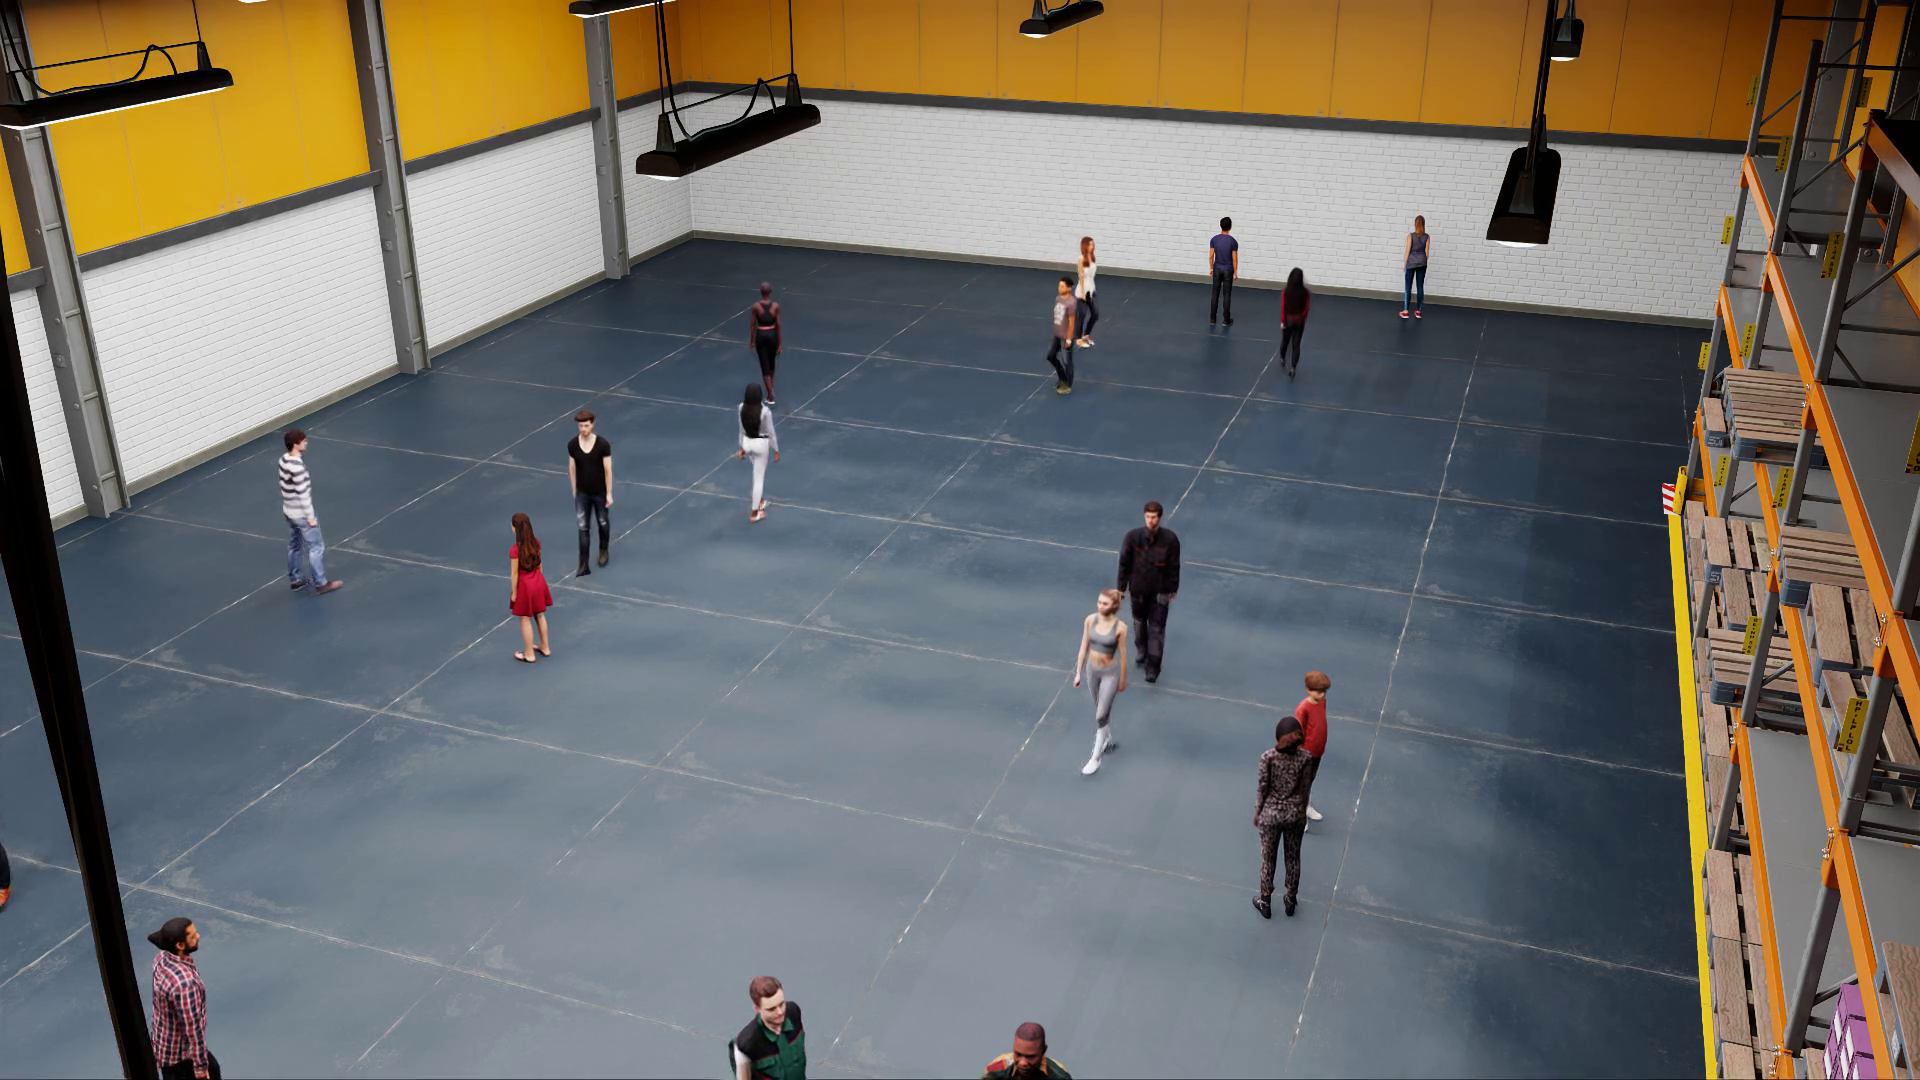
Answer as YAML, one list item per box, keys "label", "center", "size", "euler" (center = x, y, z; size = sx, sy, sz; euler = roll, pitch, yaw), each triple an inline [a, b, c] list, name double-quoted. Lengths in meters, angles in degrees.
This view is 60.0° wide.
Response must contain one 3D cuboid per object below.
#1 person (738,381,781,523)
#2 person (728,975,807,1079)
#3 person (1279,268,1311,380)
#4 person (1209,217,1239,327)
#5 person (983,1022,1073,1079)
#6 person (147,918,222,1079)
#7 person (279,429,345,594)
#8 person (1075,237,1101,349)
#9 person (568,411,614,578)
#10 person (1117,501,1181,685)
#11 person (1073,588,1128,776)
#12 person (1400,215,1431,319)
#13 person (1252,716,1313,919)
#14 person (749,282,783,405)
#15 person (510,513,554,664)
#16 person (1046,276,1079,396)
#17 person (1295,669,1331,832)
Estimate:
- label: "person"
  center: [-2.469, -1.032, 19.763]
  size: [0.697, 1.708, 0.800]
  euler: [13, 27, 27]
- label: "person"
  center: [-1.119, 3.276, 9.758]
  size: [0.830, 1.827, 0.736]
  euler: [20, 31, 38]
- label: "person"
  center: [5.010, -3.208, 24.842]
  size: [0.809, 1.626, 1.077]
  euler: [0, 24, 1]
- label: "person"
  center: [4.341, -4.445, 27.463]
  size: [0.644, 1.793, 0.526]
  euler: [10, 25, 21]
- label: "person"
  center: [0.373, 3.453, 9.379]
  size: [0.722, 1.807, 0.688]
  euler: [5, 24, 11]
- label: "person"
  center: [-4.857, 3.136, 10.222]
  size: [1.143, 1.713, 1.037]
  euler: [-15, 28, -30]
- label: "person"
  center: [-7.158, -0.299, 17.921]
  size: [0.812, 1.839, 0.870]
  euler: [21, 31, 40]
- label: "person"
  center: [1.916, -3.915, 26.276]
  size: [0.662, 1.774, 0.754]
  euler: [-20, 31, -38]
- label: "person"
  center: [-4.057, -0.570, 18.517]
  size: [0.903, 1.860, 1.184]
  euler: [0, 24, 0]
- label: "person"
  center: [1.860, 0.452, 16.261]
  size: [0.824, 1.794, 1.139]
  euler: [5, 24, 12]
- label: "person"
  center: [1.289, 1.181, 14.724]
  size: [0.688, 1.689, 0.949]
  euler: [14, 27, 29]
- label: "person"
  center: [7.633, -4.582, 27.866]
  size: [0.644, 1.722, 0.647]
  euler: [-1, 24, -2]
- label: "person"
  center: [2.439, 2.094, 12.604]
  size: [0.663, 1.713, 0.686]
  euler: [-1, 24, -3]
- label: "person"
  center: [-2.757, -2.778, 23.752]
  size: [1.061, 1.712, 1.218]
  euler: [-7, 25, -16]
- label: "person"
  center: [-4.285, 0.462, 16.542]
  size: [0.678, 1.550, 0.610]
  euler: [15, 28, 31]
- label: "person"
  center: [1.588, -2.984, 24.149]
  size: [0.783, 1.771, 0.746]
  euler: [-15, 28, -30]
- label: "person"
  center: [2.892, 1.719, 13.833]
  size: [0.528, 1.417, 0.643]
  euler: [-21, 31, -40]
